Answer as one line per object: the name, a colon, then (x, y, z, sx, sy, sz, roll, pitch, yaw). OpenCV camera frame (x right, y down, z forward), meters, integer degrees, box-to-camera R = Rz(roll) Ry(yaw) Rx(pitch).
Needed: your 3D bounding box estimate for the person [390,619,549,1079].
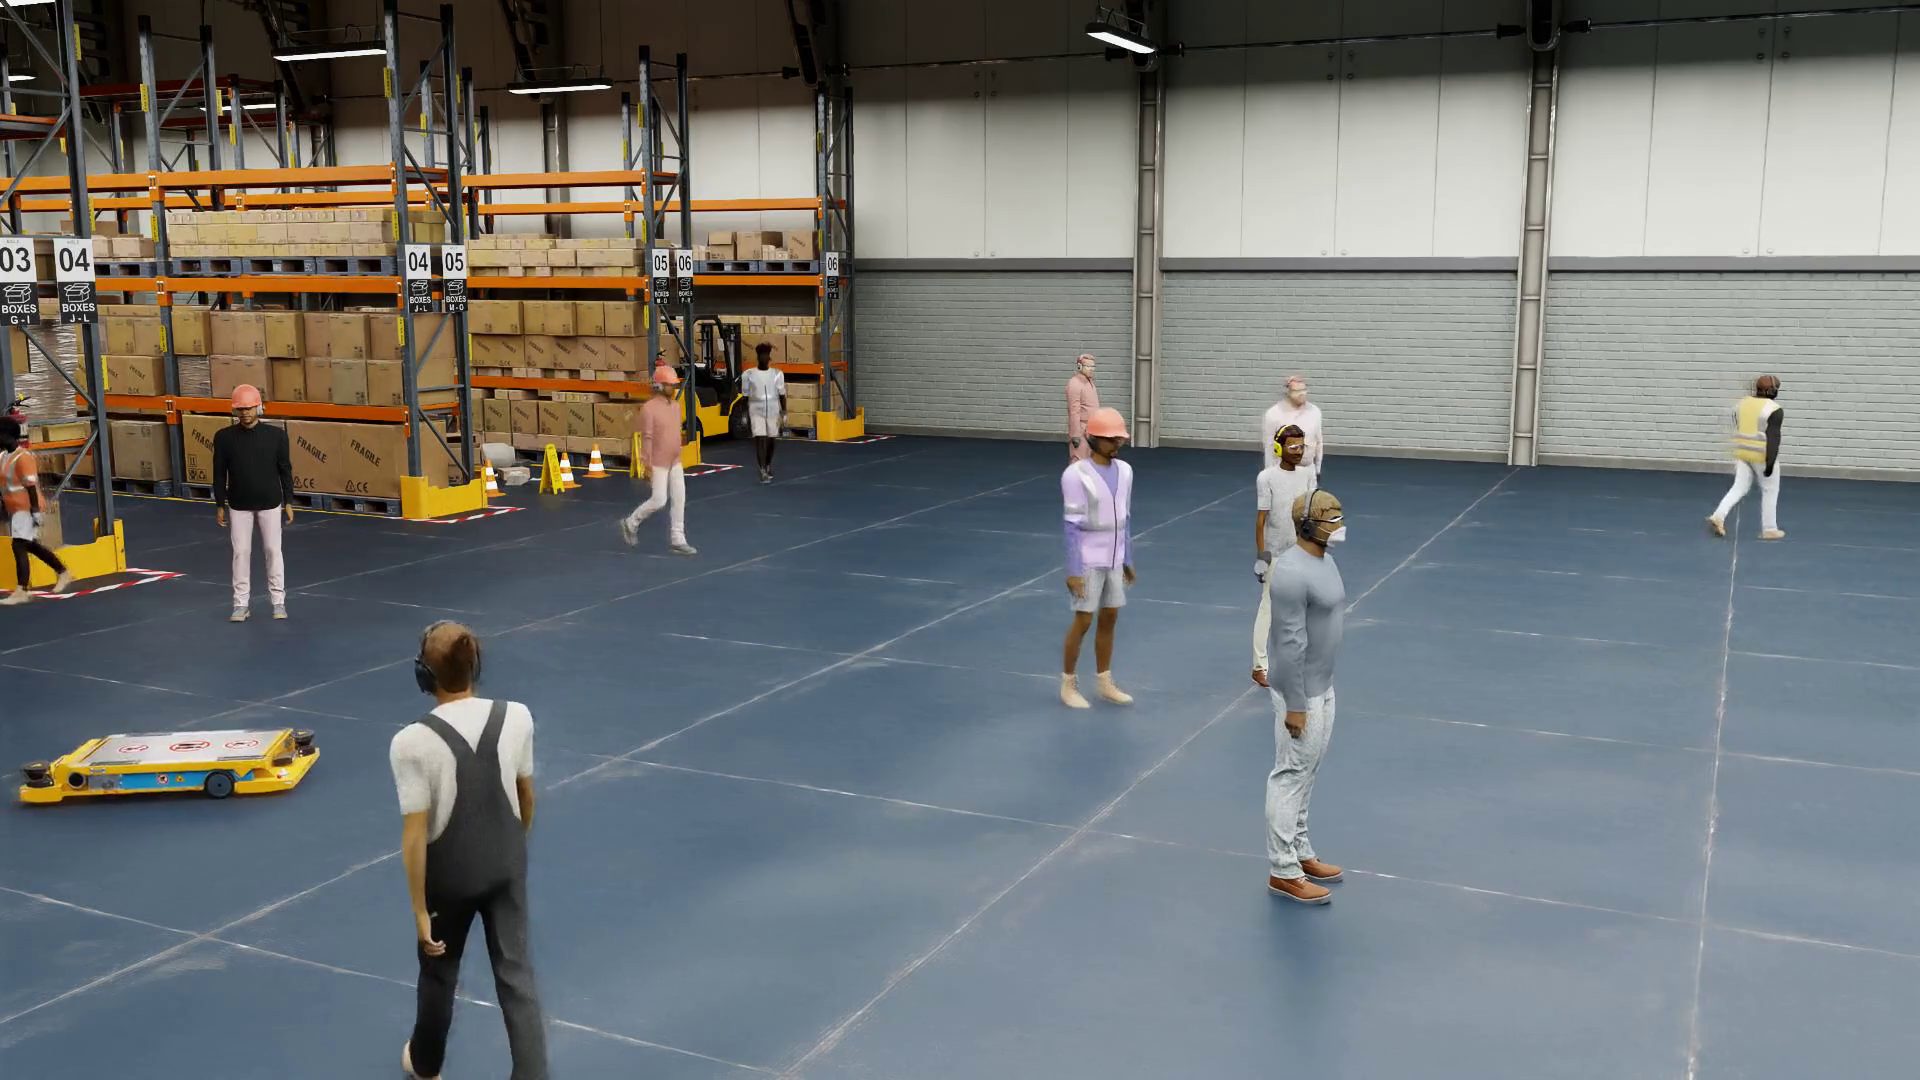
person: (-1.663, 1.150, 5.659, 0.517, 1.794, 0.995, -7, 11, -35)

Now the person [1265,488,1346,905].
person: (1.638, 0.716, 7.838, 0.373, 1.940, 0.630, 4, 10, 24)

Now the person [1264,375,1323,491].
person: (3.350, -0.725, 16.816, 0.645, 1.896, 0.571, -3, 10, -17)

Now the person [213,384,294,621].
person: (-5.917, -0.309, 13.945, 0.623, 1.992, 0.397, -3, 10, -18)

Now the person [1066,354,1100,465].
person: (1.533, -1.336, 20.526, 0.402, 1.902, 0.652, 3, 10, 20)

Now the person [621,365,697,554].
person: (-3.132, -0.825, 17.210, 0.742, 1.975, 0.625, 5, 10, 27)

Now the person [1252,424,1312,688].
person: (2.298, 0.107, 11.783, 0.534, 1.868, 0.309, -6, 11, -34)

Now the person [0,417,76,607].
person: (-8.272, -0.284, 14.815, 0.546, 1.656, 0.725, 9, 13, 43)

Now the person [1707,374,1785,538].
person: (8.652, -0.902, 18.157, 0.817, 1.815, 0.624, -4, 10, -21)

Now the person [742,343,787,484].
person: (-2.728, -1.783, 23.173, 0.621, 1.937, 0.882, -3, 10, -20)

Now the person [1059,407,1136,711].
person: (0.951, 0.125, 11.143, 0.615, 2.042, 0.392, -8, 12, -39)

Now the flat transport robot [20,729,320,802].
flat transport robot: (-4.485, 1.275, 9.506, 1.431, 0.197, 0.652, -1, 9, -8)
